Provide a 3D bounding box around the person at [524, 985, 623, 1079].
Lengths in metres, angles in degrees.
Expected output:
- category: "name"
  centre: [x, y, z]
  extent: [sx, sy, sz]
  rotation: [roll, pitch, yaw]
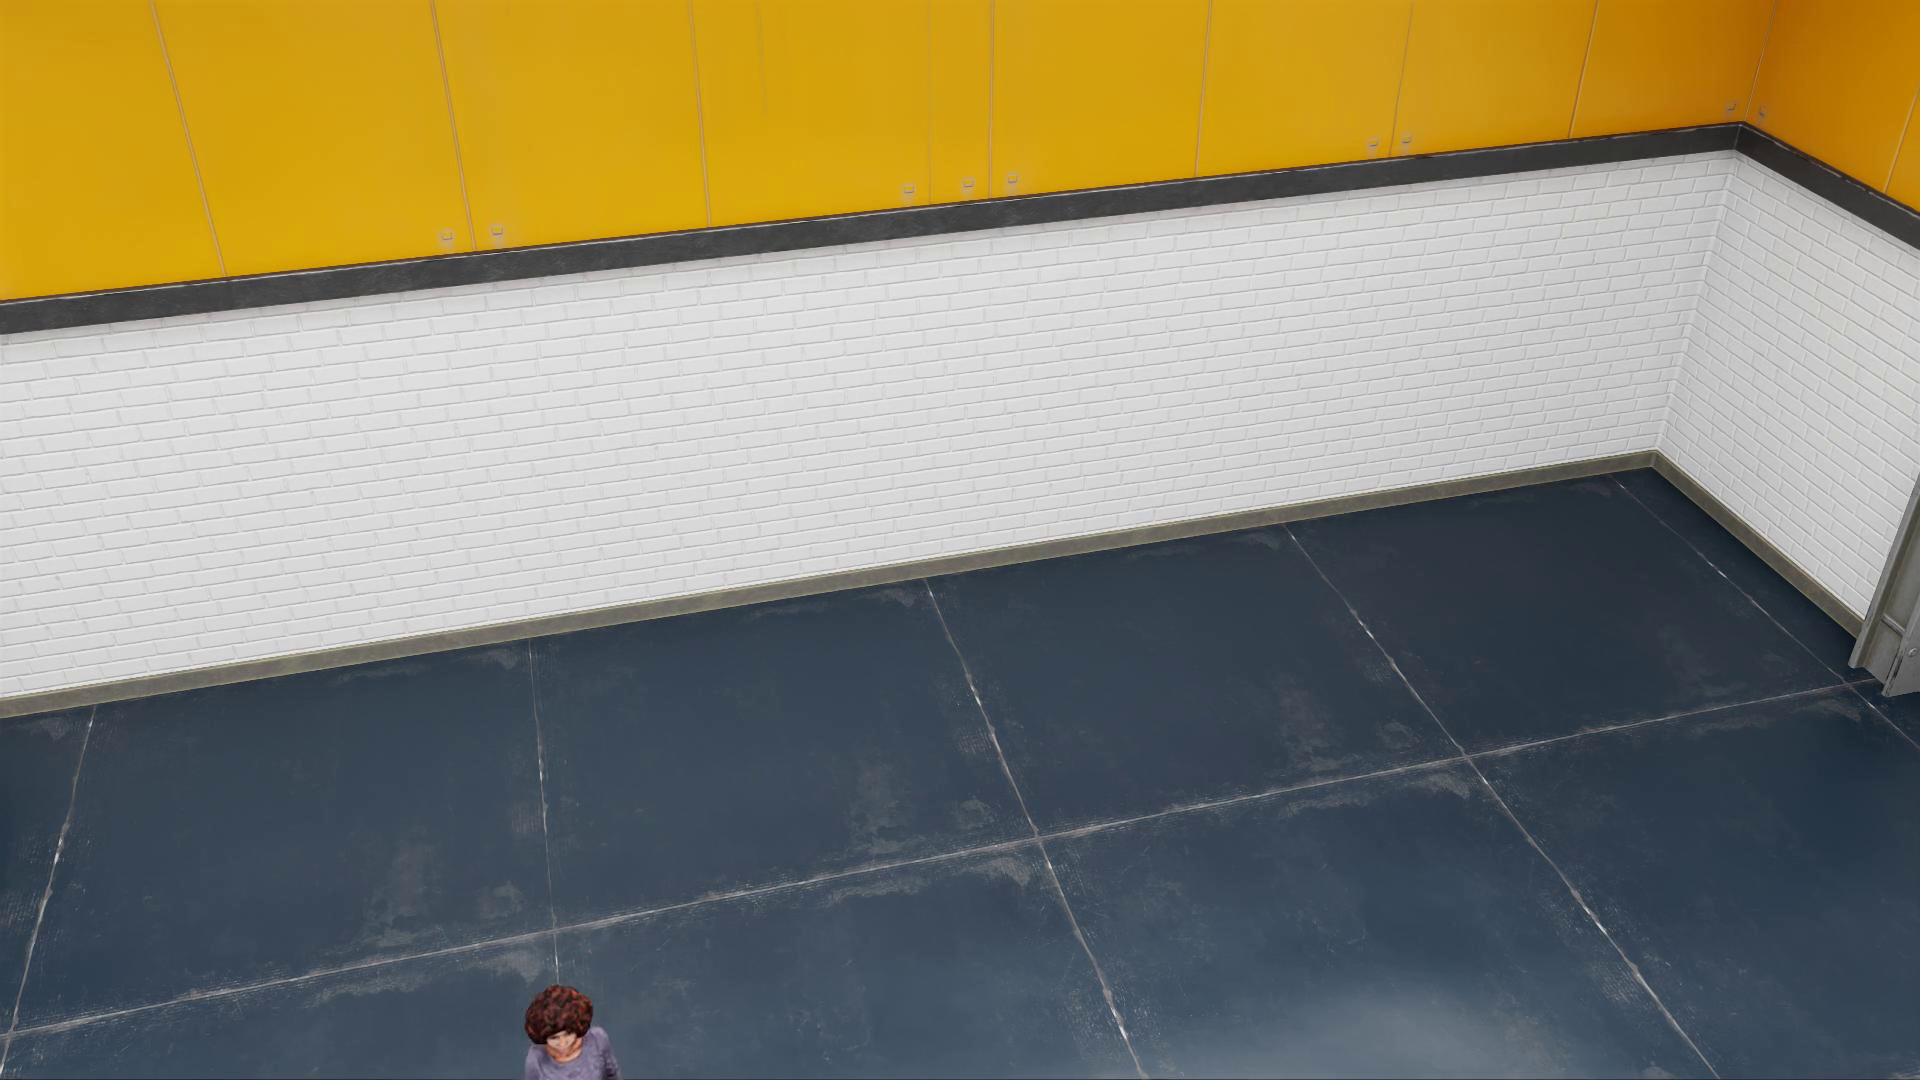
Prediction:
- category: "person"
  centre: [-1.792, 2.661, 7.795]
  extent: [0.657, 1.675, 1.067]
  rotation: [-11, 35, -16]
